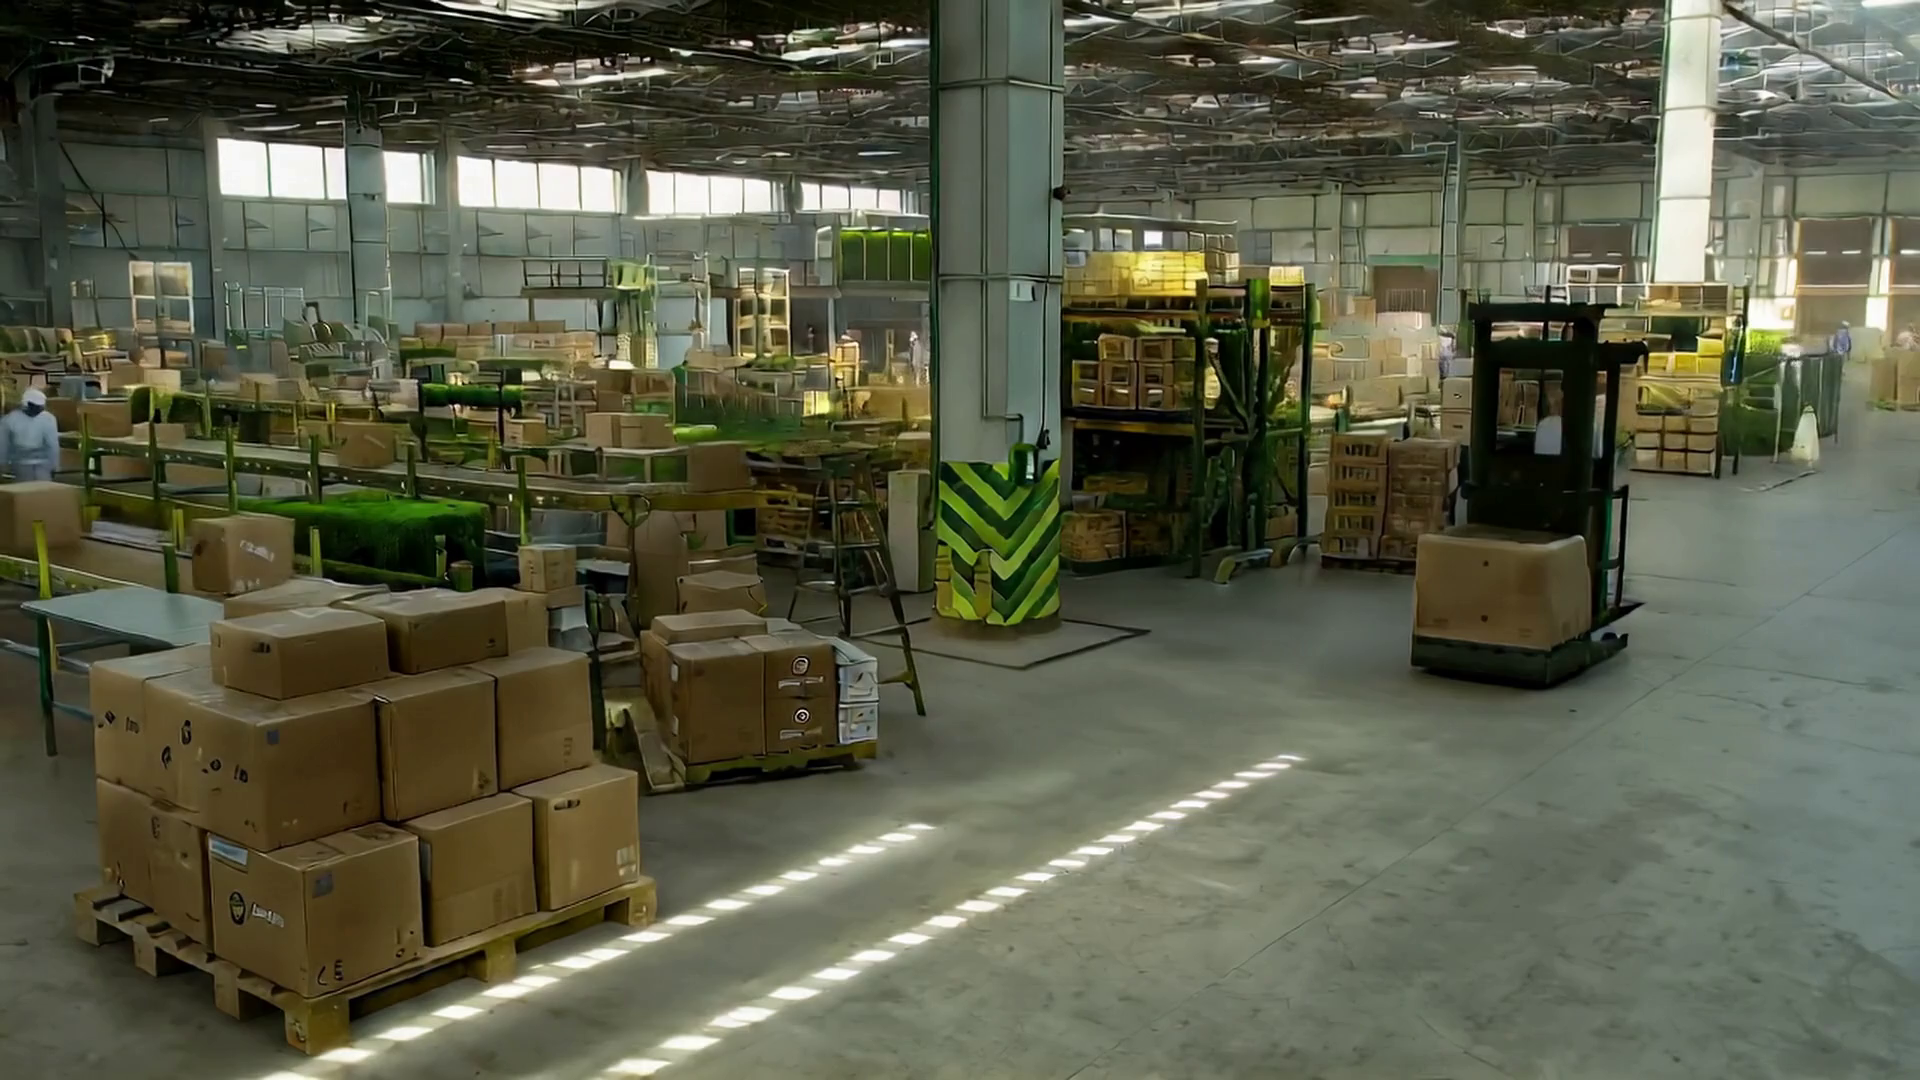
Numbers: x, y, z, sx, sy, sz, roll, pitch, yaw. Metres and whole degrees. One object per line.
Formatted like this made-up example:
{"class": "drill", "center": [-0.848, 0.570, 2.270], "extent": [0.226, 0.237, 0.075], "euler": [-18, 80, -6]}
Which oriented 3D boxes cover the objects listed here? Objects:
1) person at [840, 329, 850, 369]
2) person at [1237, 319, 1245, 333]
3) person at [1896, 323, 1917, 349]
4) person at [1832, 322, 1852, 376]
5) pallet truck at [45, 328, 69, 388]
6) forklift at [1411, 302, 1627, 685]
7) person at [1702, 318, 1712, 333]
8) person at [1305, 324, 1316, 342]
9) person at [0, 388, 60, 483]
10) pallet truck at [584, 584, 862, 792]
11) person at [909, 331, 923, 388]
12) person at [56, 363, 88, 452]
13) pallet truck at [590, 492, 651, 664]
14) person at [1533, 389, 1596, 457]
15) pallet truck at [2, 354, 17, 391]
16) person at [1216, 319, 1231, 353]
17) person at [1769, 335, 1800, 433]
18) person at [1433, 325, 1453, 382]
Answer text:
{"class": "person", "center": [-3.677, -5.925, 53.689], "extent": [0.323, 1.736, 0.484], "euler": [5, 10, 29]}
{"class": "person", "center": [11.609, -8.222, 68.540], "extent": [0.399, 1.928, 0.542], "euler": [3, 9, 22]}
{"class": "person", "center": [27.484, -5.277, 48.288], "extent": [0.538, 2.000, 0.686], "euler": [8, 11, 42]}
{"class": "person", "center": [30.599, -6.621, 57.808], "extent": [0.914, 1.916, 0.600], "euler": [0, 8, 1]}
{"class": "pallet truck", "center": [-23.775, -4.544, 43.495], "extent": [1.885, 1.965, 0.823], "euler": [6, 10, 35]}
{"class": "forklift", "center": [4.379, -0.438, 12.852], "extent": [1.129, 2.768, 1.873], "euler": [7, 11, 37]}
{"class": "person", "center": [32.574, -8.775, 72.541], "extent": [0.430, 1.845, 0.623], "euler": [5, 10, 33]}
{"class": "person", "center": [14.965, -8.597, 71.202], "extent": [0.573, 1.883, 0.355], "euler": [4, 9, 23]}
{"class": "person", "center": [-11.072, -0.926, 19.815], "extent": [0.623, 1.788, 0.520], "euler": [-4, 9, -26]}
{"class": "pallet truck", "center": [-1.426, 0.805, 10.019], "extent": [1.601, 1.201, 0.680], "euler": [-4, 9, -26]}
{"class": "person", "center": [-1.154, -4.351, 42.379], "extent": [0.347, 1.942, 0.549], "euler": [4, 9, 25]}
{"class": "person", "center": [-16.243, -2.427, 30.446], "extent": [0.507, 1.631, 0.266], "euler": [-2, 9, -14]}
{"class": "pallet truck", "center": [-3.115, 0.344, 12.883], "extent": [0.653, 1.274, 1.630], "euler": [7, 11, 37]}
{"class": "person", "center": [6.286, -0.629, 17.430], "extent": [0.669, 1.894, 0.432], "euler": [8, 11, 42]}
{"class": "pallet truck", "center": [-24.881, -4.417, 42.634], "extent": [1.885, 1.965, 0.823], "euler": [8, 11, 41]}
{"class": "person", "center": [9.494, -7.020, 60.190], "extent": [0.622, 1.993, 0.384], "euler": [7, 11, 38]}
{"class": "person", "center": [17.099, -3.228, 34.514], "extent": [0.617, 2.027, 0.439], "euler": [-2, 9, -11]}
{"class": "person", "center": [15.037, -5.732, 51.827], "extent": [0.569, 1.896, 0.930], "euler": [2, 9, 11]}
